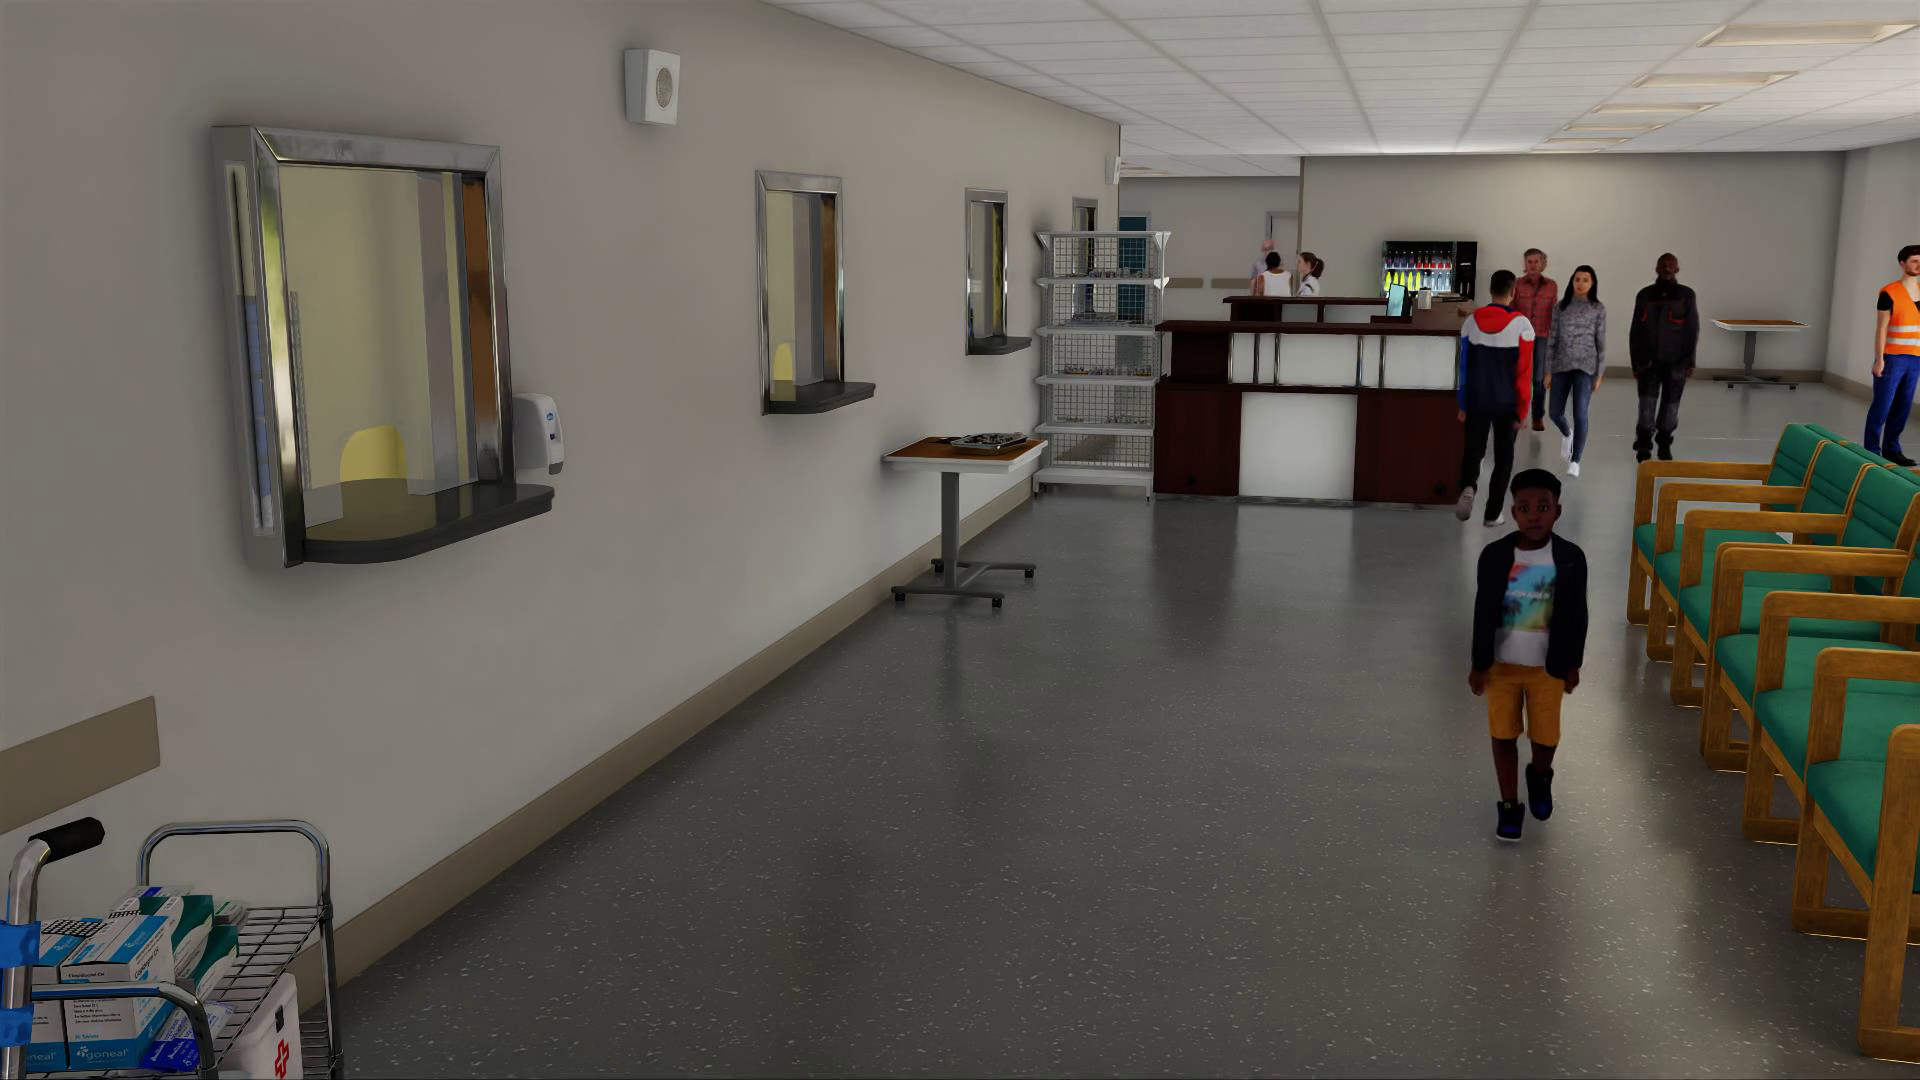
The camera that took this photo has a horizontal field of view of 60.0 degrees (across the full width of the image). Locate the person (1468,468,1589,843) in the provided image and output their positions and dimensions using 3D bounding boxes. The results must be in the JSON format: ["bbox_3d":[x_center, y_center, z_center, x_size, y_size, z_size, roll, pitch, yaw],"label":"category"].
[{"bbox_3d":[1.921,0.376,5.647,0.579,1.261,0.602,4,11,19],"label":"person"}]

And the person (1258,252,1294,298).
[{"bbox_3d":[4.434,-3.202,23.394,0.880,1.673,0.910,-3,11,-13],"label":"person"}]

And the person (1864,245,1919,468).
[{"bbox_3d":[8.030,-1.569,14.225,0.743,1.884,0.856,-3,11,-14],"label":"person"}]

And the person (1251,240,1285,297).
[{"bbox_3d":[4.642,-3.598,25.148,0.906,1.799,0.766,4,11,18],"label":"person"}]

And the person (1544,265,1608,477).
[{"bbox_3d":[5.109,-1.399,13.781,0.875,1.716,0.798,6,12,28],"label":"person"}]

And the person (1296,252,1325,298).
[{"bbox_3d":[4.059,-2.364,18.909,1.219,1.701,0.757,1,11,3],"label":"person"}]

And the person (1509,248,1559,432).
[{"bbox_3d":[5.697,-1.986,16.713,1.199,1.777,0.818,2,11,10],"label":"person"}]

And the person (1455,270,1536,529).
[{"bbox_3d":[3.561,-0.920,11.187,0.860,1.742,0.834,6,13,31],"label":"person"}]

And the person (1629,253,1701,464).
[{"bbox_3d":[6.071,-1.541,14.326,1.193,1.792,0.925,5,12,24],"label":"person"}]
